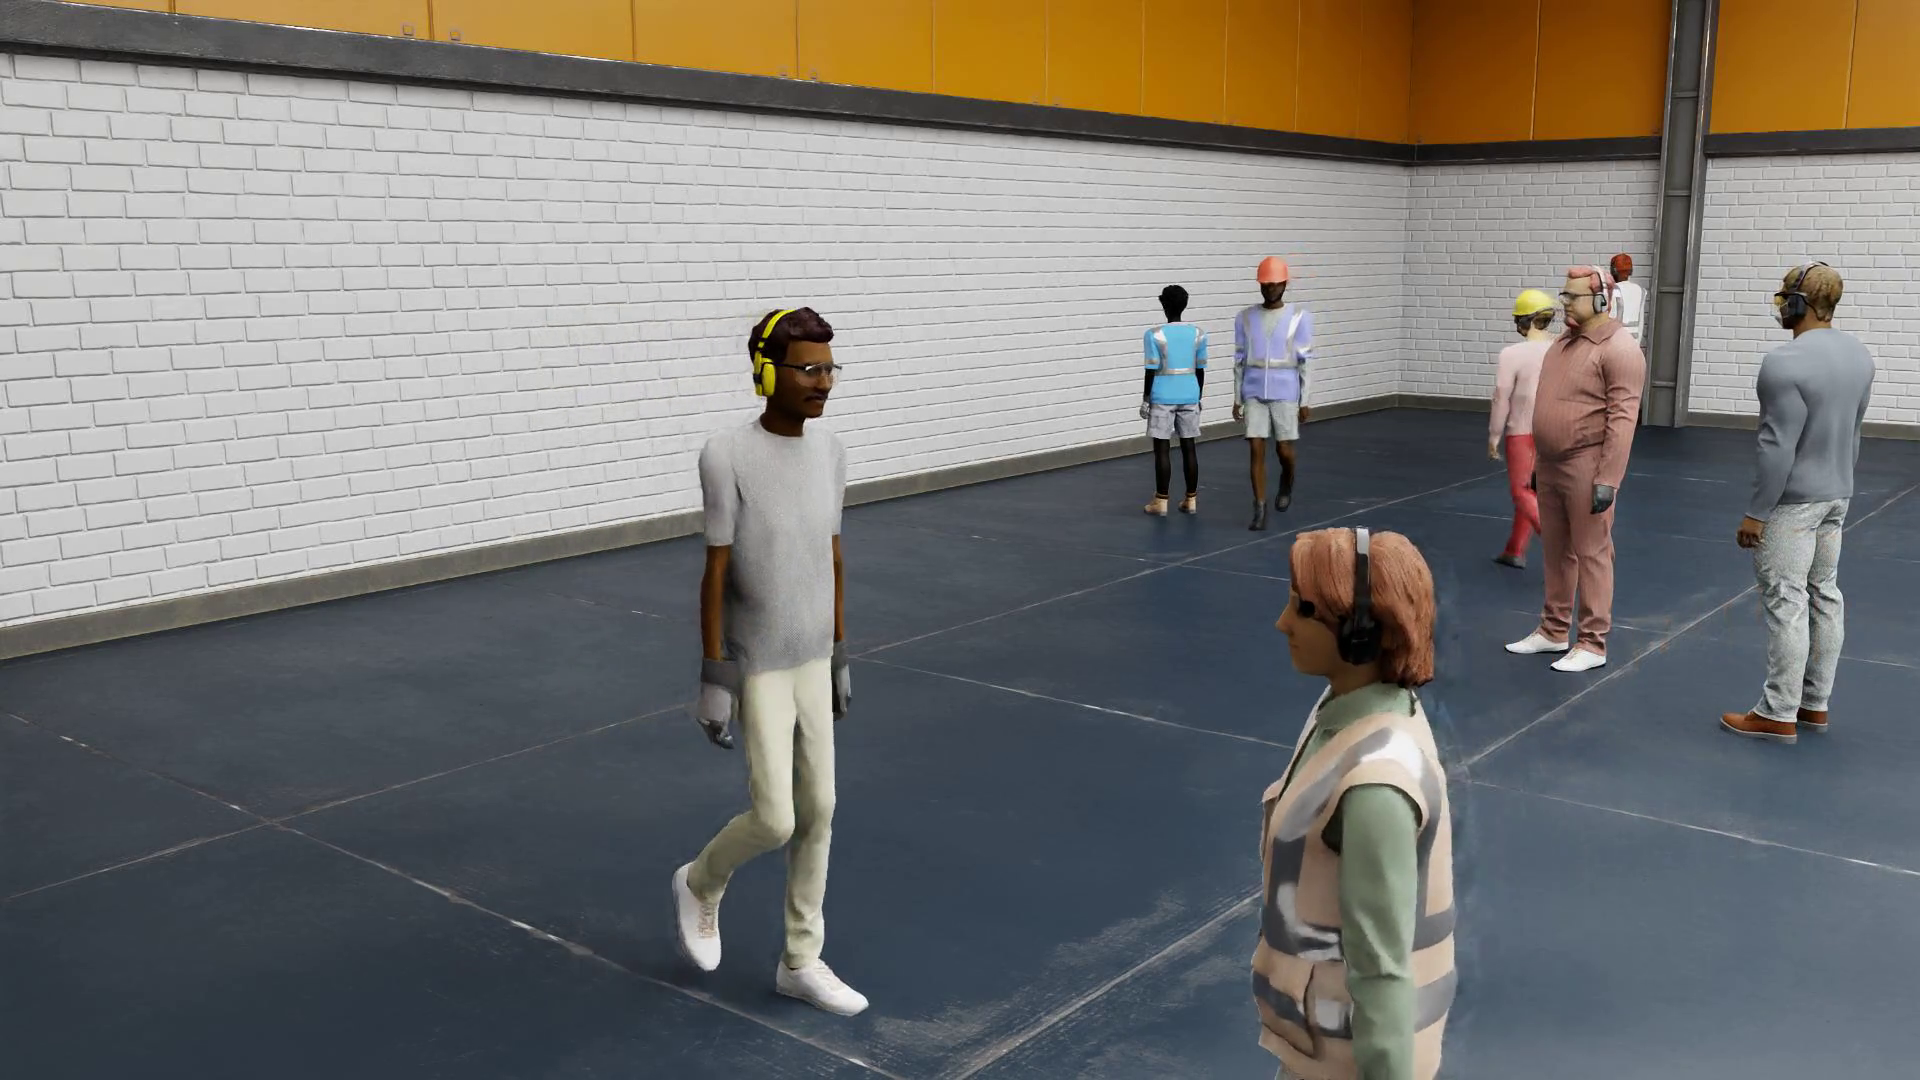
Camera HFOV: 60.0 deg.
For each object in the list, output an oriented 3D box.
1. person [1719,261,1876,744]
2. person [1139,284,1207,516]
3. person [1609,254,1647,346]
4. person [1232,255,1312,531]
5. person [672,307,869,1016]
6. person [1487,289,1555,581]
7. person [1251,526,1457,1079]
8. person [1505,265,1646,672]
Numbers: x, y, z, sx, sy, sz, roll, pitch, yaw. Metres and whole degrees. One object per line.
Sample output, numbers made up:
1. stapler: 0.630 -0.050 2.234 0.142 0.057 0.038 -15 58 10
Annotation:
1. person: 3.383 -0.146 6.720 0.627 1.941 0.370 -7 12 -32
2. person: 1.562 -1.022 12.256 0.552 1.699 0.316 -4 11 -23
3. person: 6.649 -1.935 16.788 0.582 1.882 0.338 -5 12 -27
4. person: 2.206 -1.043 11.753 0.547 1.919 0.658 4 11 20
5. person: -0.499 0.319 4.360 0.521 1.856 0.523 9 13 40
6. person: 3.470 -0.632 9.981 0.530 1.737 0.808 -3 11 -19
7. person: 0.653 0.768 2.560 0.751 1.614 0.519 3 11 14
8. person: 2.907 -0.338 7.876 0.411 1.909 0.643 -3 11 -14
